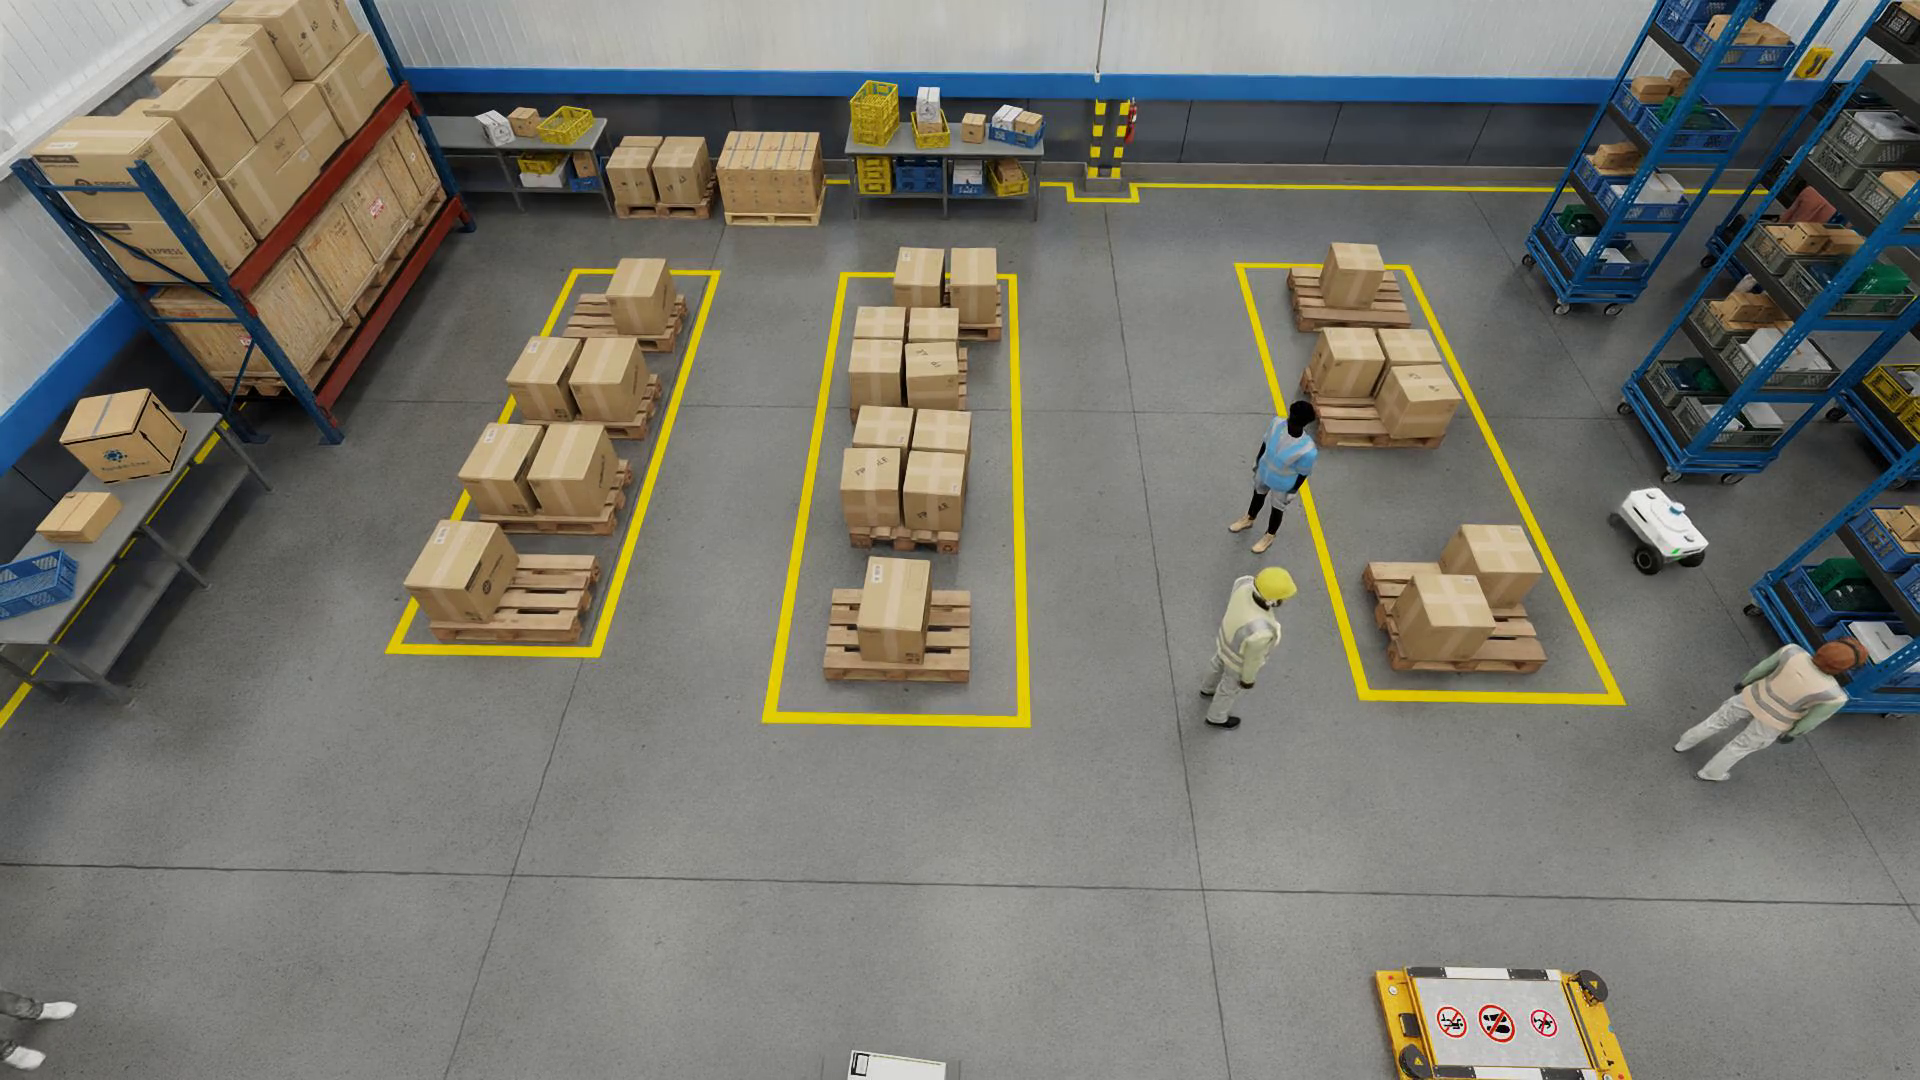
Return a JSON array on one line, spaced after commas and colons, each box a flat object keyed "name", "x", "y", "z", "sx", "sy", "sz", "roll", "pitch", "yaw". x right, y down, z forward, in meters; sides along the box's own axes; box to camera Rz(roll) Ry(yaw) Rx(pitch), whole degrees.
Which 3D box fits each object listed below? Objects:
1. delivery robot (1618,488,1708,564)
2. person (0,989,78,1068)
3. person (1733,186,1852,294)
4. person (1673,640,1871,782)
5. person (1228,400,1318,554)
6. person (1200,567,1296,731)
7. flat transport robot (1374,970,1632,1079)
[{"name": "delivery robot", "x": 6.403, "y": -0.145, "z": 8.346, "sx": 0.477, "sy": 0.478, "sz": 0.707, "roll": -8, "pitch": 51, "yaw": -7}, {"name": "person", "x": -6.060, "y": 2.656, "z": 5.258, "sx": 0.409, "sy": 1.908, "sz": 0.597, "roll": 1, "pitch": 51, "yaw": 1}, {"name": "person", "x": 9.080, "y": -3.173, "z": 9.960, "sx": 0.413, "sy": 1.984, "sz": 0.624, "roll": -19, "pitch": 53, "yaw": -15}, {"name": "person", "x": 5.810, "y": 1.222, "z": 6.595, "sx": 0.310, "sy": 1.638, "sz": 0.521, "roll": -10, "pitch": 52, "yaw": -8}, {"name": "person", "x": 2.762, "y": -0.555, "z": 8.004, "sx": 0.316, "sy": 1.700, "sz": 0.540, "roll": -24, "pitch": 55, "yaw": -19}, {"name": "person", "x": 2.107, "y": 0.800, "z": 6.823, "sx": 0.403, "sy": 1.827, "sz": 0.593, "roll": 0, "pitch": 51, "yaw": 0}, {"name": "flat transport robot", "x": 3.501, "y": 3.133, "z": 5.914, "sx": 1.431, "sy": 0.197, "sz": 0.652, "roll": 1, "pitch": 51, "yaw": 1}]
